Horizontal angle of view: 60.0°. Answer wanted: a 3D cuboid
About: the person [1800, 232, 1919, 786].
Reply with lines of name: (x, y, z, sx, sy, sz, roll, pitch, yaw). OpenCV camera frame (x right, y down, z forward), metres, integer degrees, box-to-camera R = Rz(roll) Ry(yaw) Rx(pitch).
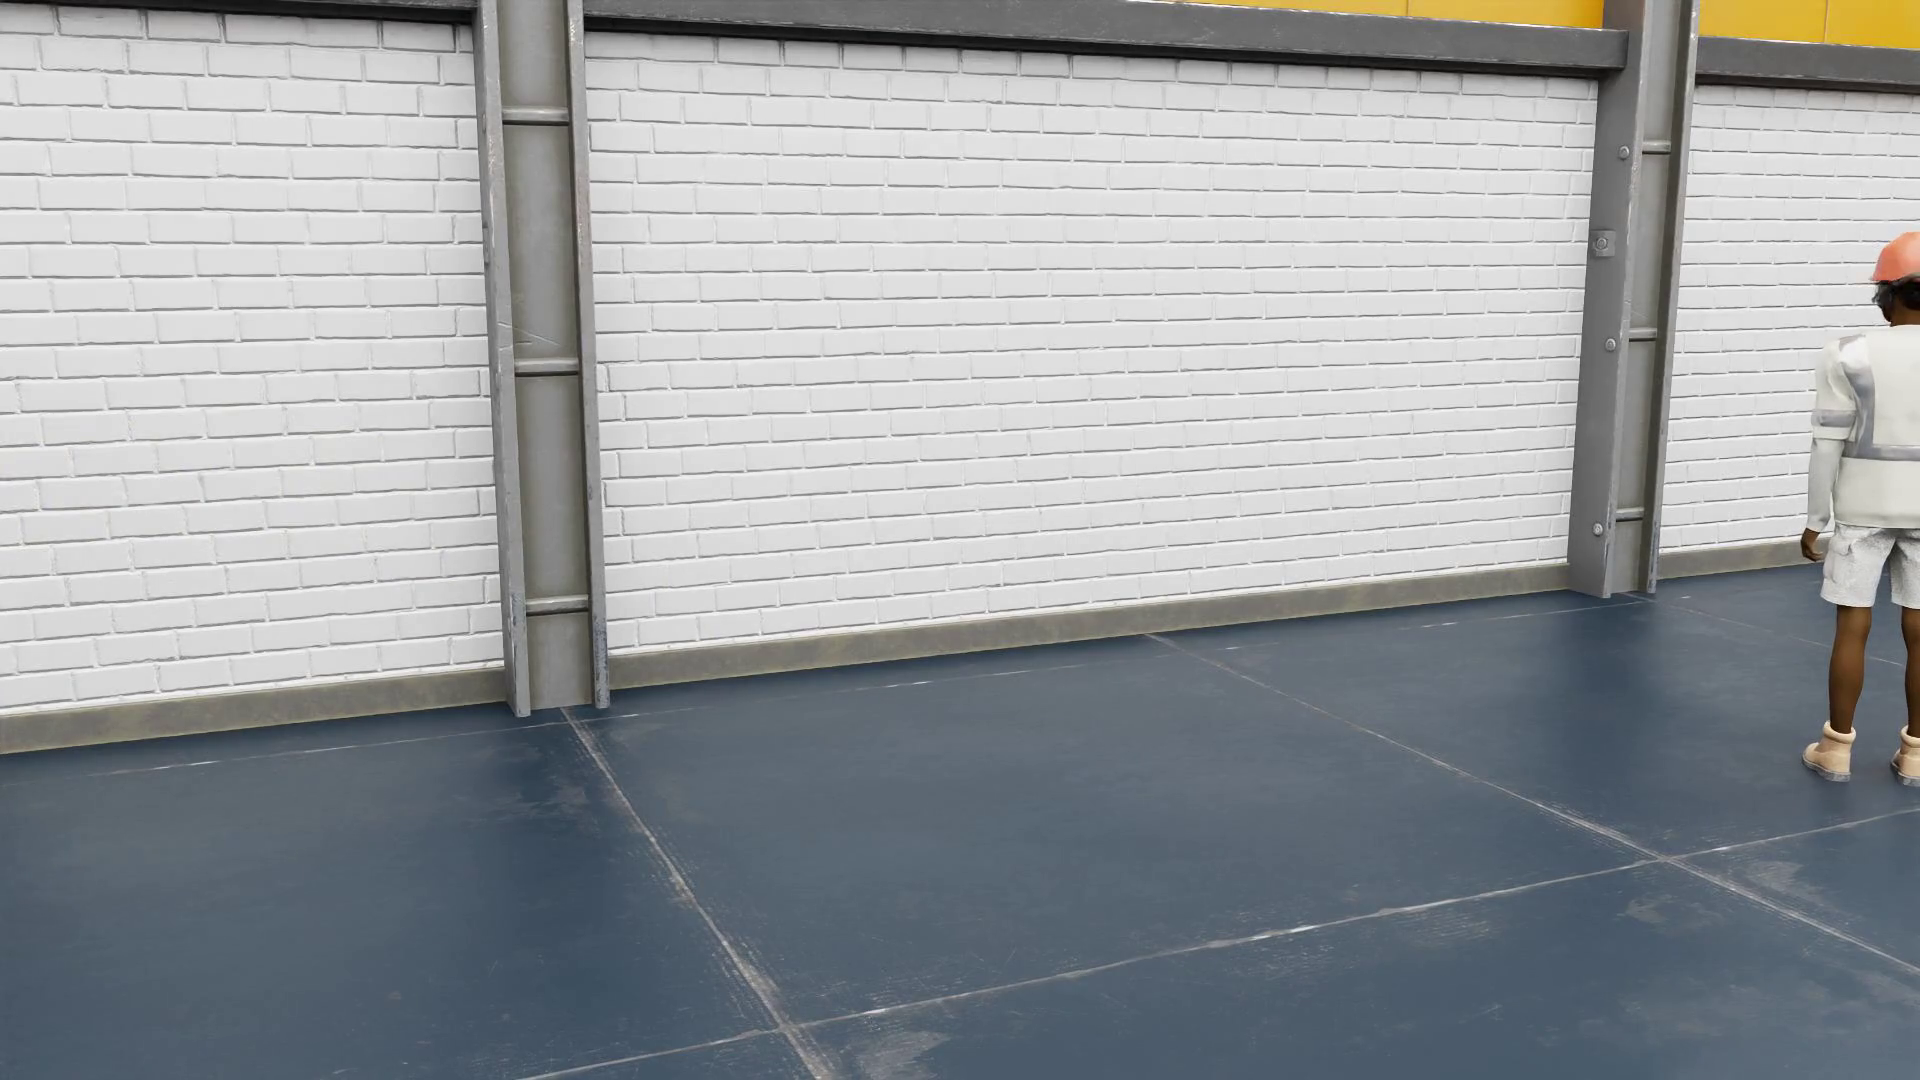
person: (3.446, -0.102, 6.159, 0.608, 2.044, 0.379, 3, 11, 15)
